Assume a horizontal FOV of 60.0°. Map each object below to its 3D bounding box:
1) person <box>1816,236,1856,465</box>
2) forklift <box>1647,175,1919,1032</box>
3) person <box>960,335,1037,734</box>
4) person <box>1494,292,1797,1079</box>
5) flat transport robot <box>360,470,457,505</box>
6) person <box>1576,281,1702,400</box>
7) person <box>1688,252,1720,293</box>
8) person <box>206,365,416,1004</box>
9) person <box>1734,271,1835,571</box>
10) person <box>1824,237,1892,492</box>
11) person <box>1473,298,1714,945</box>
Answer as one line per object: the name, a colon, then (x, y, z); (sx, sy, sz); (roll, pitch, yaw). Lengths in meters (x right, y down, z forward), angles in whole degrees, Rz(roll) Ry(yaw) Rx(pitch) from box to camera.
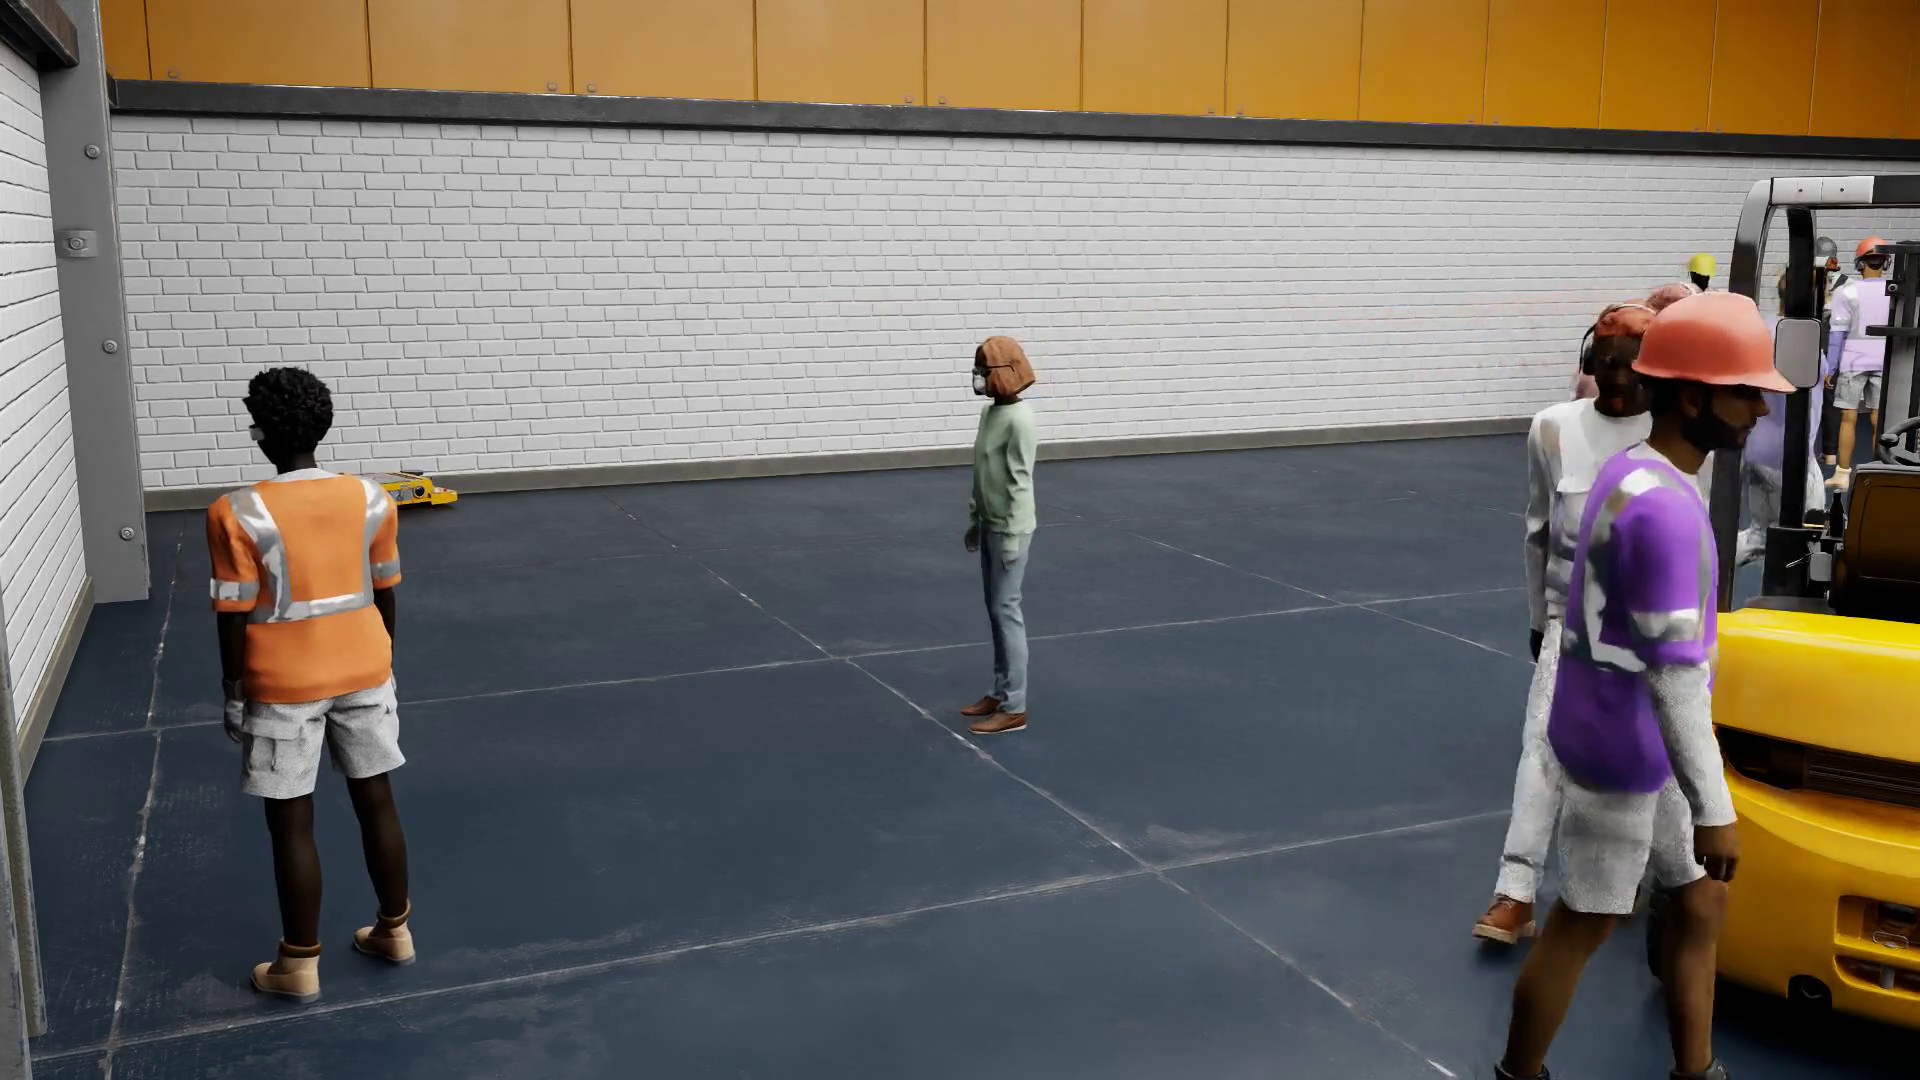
person: (7.654, -1.692, 14.926); (0.673, 2.000, 0.536); (1, 10, 4)
forklift: (2.810, 0.094, 4.662); (1.214, 2.155, 2.313); (7, 12, 34)
person: (0.153, -0.025, 6.877); (0.314, 1.635, 0.502); (-3, 11, -15)
person: (1.527, 0.450, 3.476); (0.823, 1.905, 0.572); (4, 11, 21)
flat transport robot: (-4.553, -0.340, 12.353); (1.431, 0.197, 0.652); (-10, 14, -44)
person: (2.662, -0.082, 6.551); (0.952, 1.868, 0.632); (-9, 14, -42)
person: (6.758, -1.704, 15.402); (0.594, 1.900, 0.482); (1, 10, 4)
person: (-1.731, 0.381, 4.474); (0.320, 1.691, 0.528); (8, 13, 39)
person: (3.875, -0.370, 7.966); (0.756, 1.922, 0.635); (1, 10, 6)
person: (7.221, -1.391, 13.292); (0.605, 2.034, 0.389); (1, 10, 8)
person: (1.820, 0.259, 4.702); (0.576, 1.848, 0.863); (7, 13, 35)
